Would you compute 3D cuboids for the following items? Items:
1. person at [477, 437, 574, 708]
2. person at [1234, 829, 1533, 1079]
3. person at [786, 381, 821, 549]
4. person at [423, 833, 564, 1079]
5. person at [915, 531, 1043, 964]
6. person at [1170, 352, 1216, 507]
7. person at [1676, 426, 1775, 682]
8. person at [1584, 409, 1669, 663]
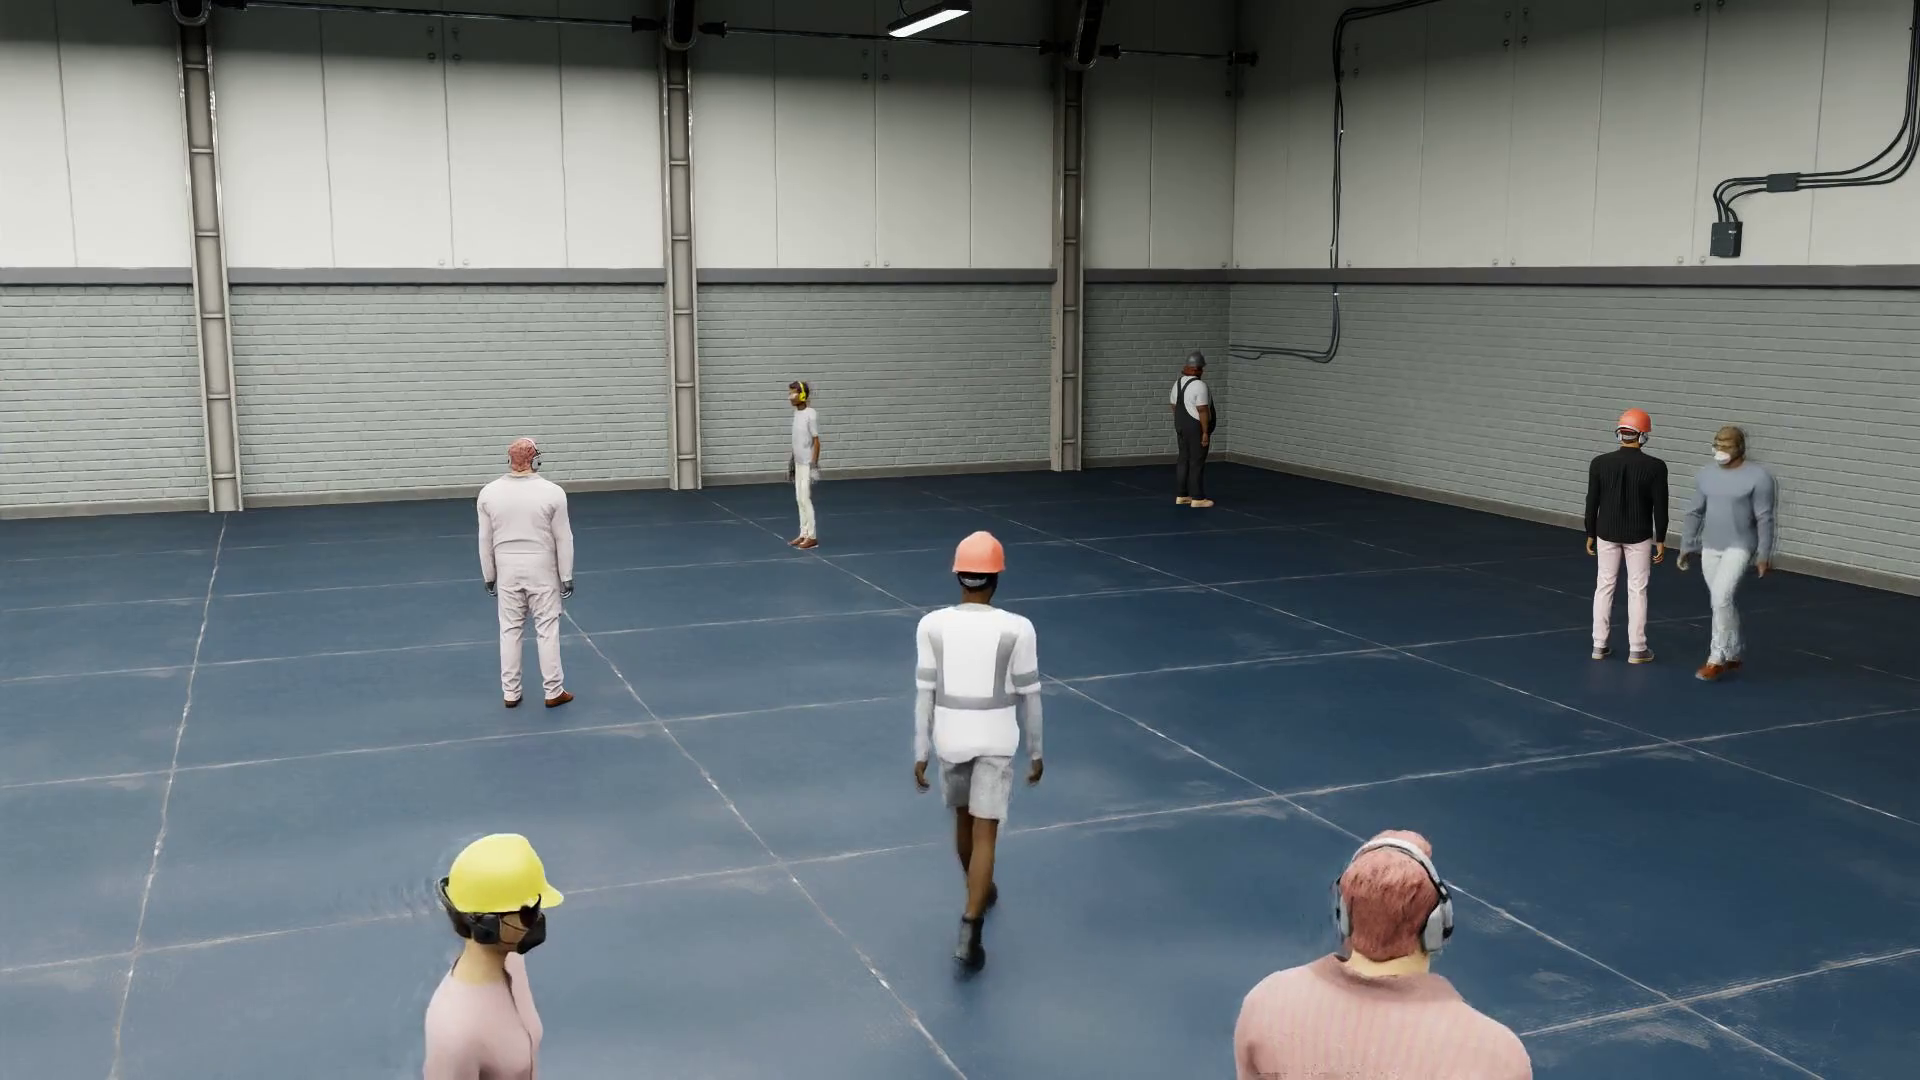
[{"bbox_3d":[-3.024,0.232,11.681,0.653,1.906,0.405,0,9,2],"label":"person"},{"bbox_3d":[0.863,1.544,3.464,0.657,1.897,0.487,7,12,39],"label":"person"},{"bbox_3d":[-1.781,-0.824,18.483,0.433,1.862,0.589,-5,11,-31],"label":"person"},{"bbox_3d":[-1.227,1.543,3.996,0.779,1.742,0.532,0,9,-2],"label":"person"},{"bbox_3d":[0.076,0.908,7.499,0.564,1.894,0.998,2,9,13],"label":"person"},{"bbox_3d":[3.113,-1.462,21.894,0.539,2.000,0.689,-5,10,-27],"label":"person"},{"bbox_3d":[5.680,0.100,12.479,0.755,1.909,0.643,-5,10,-27],"label":"person"},{"bbox_3d":[5.240,-0.035,13.079,0.622,1.992,0.397,7,11,37],"label":"person"}]
